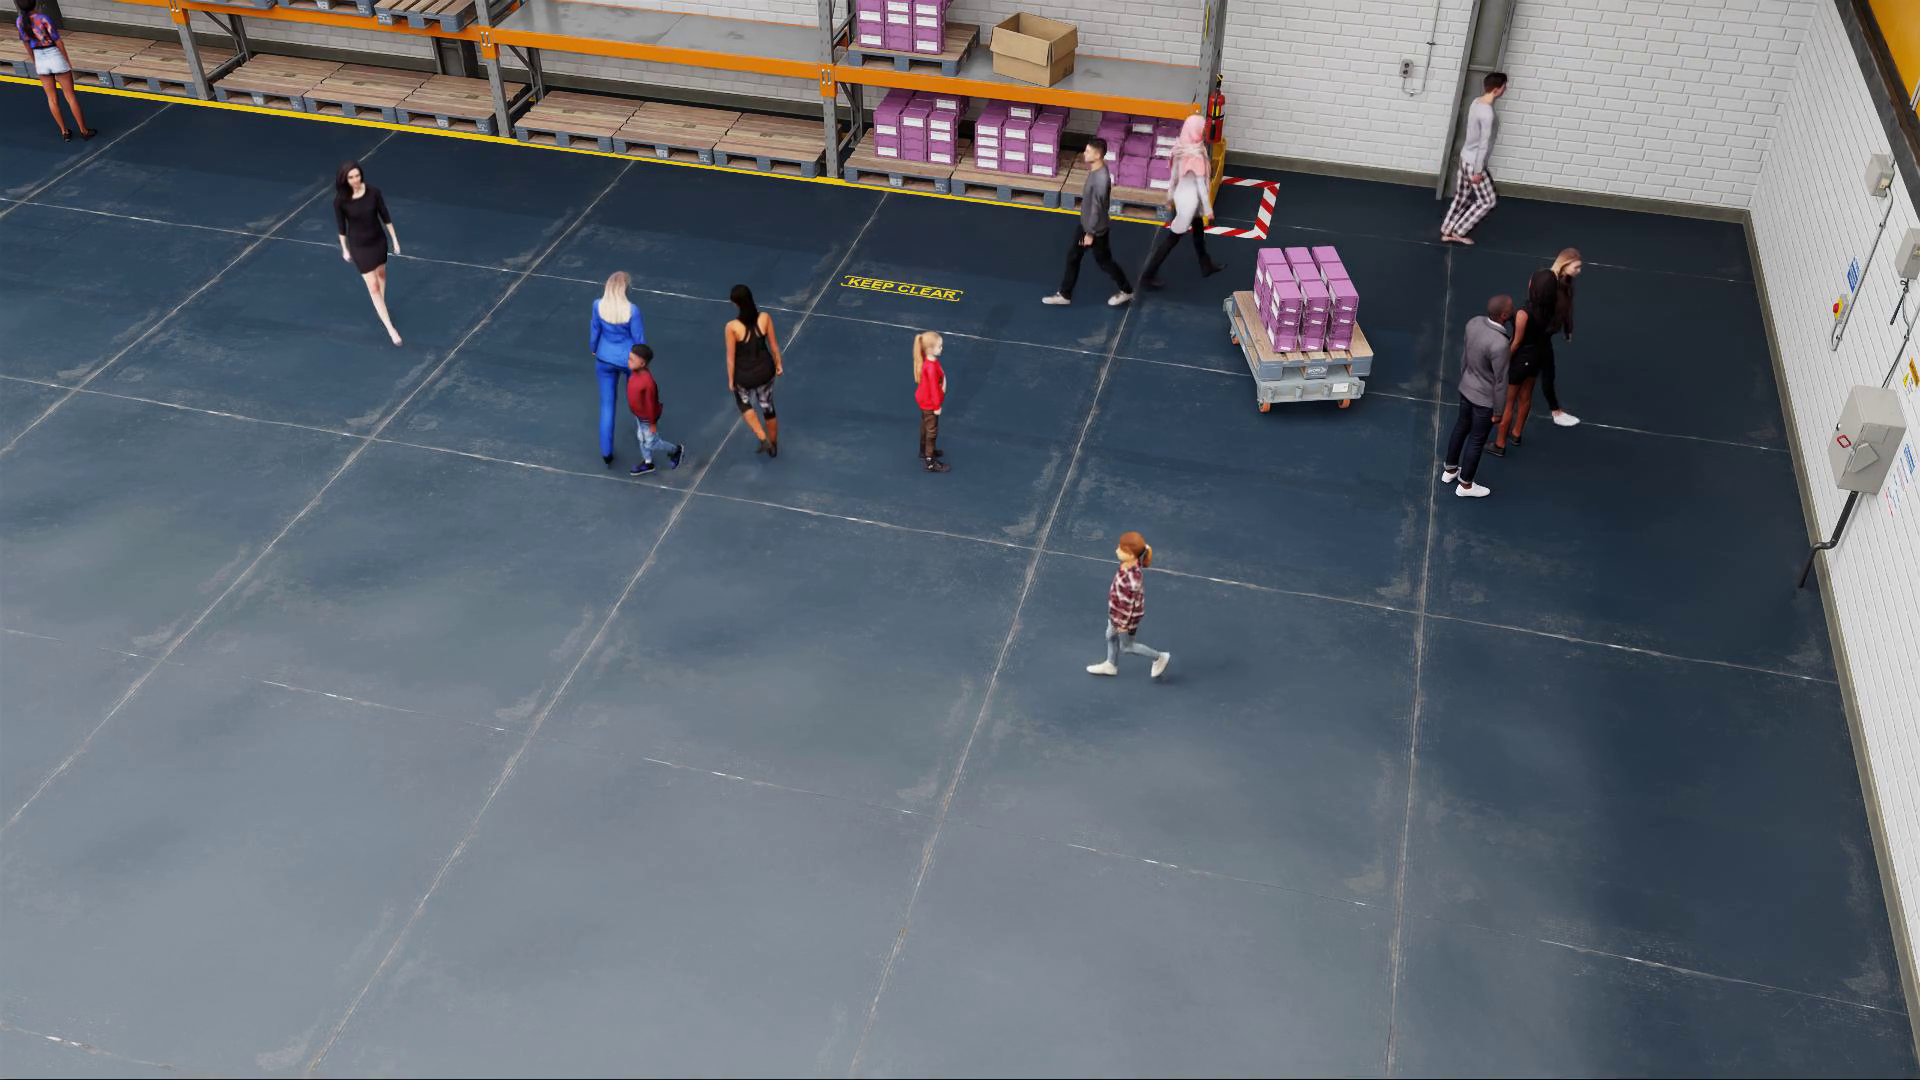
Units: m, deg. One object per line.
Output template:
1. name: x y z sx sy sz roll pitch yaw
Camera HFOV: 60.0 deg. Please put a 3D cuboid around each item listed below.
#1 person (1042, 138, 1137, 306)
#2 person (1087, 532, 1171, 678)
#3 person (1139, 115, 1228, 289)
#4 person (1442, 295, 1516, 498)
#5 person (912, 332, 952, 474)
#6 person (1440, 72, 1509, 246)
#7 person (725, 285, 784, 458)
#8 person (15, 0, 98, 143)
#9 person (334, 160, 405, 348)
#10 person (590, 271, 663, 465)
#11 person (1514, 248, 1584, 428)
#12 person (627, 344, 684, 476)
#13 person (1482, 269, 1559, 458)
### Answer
1. person: 1.361 -2.962 15.756 1.227 1.727 0.942 -6 39 -7
2. person: 1.241 0.494 11.775 0.877 1.293 0.687 -2 39 -3
3. person: 2.099 -3.199 16.026 1.264 1.759 0.993 -8 39 -9
4. person: 4.198 -1.175 13.445 0.789 1.819 0.804 -10 40 -12
5. person: -0.250 -1.166 13.864 0.610 1.281 0.575 -9 39 -11
6. person: 5.088 -3.808 16.728 0.781 1.835 0.749 0 39 0
7. person: -1.698 -1.363 13.808 0.795 1.659 0.851 -18 42 -21
8. person: -10.237 -5.345 18.728 0.564 1.741 0.710 -3 39 -3
9. person: -5.491 -2.716 15.425 1.059 1.755 1.175 -24 44 -27
10. person: -2.856 -1.405 13.867 1.070 1.651 0.856 4 39 5
11. person: 4.950 -1.795 14.354 1.164 1.653 0.912 26 46 29
12. person: -2.544 -1.077 13.781 0.775 1.246 0.721 -22 43 -25
13. person: 4.705 -1.492 13.904 0.678 1.741 0.704 -27 46 -30
